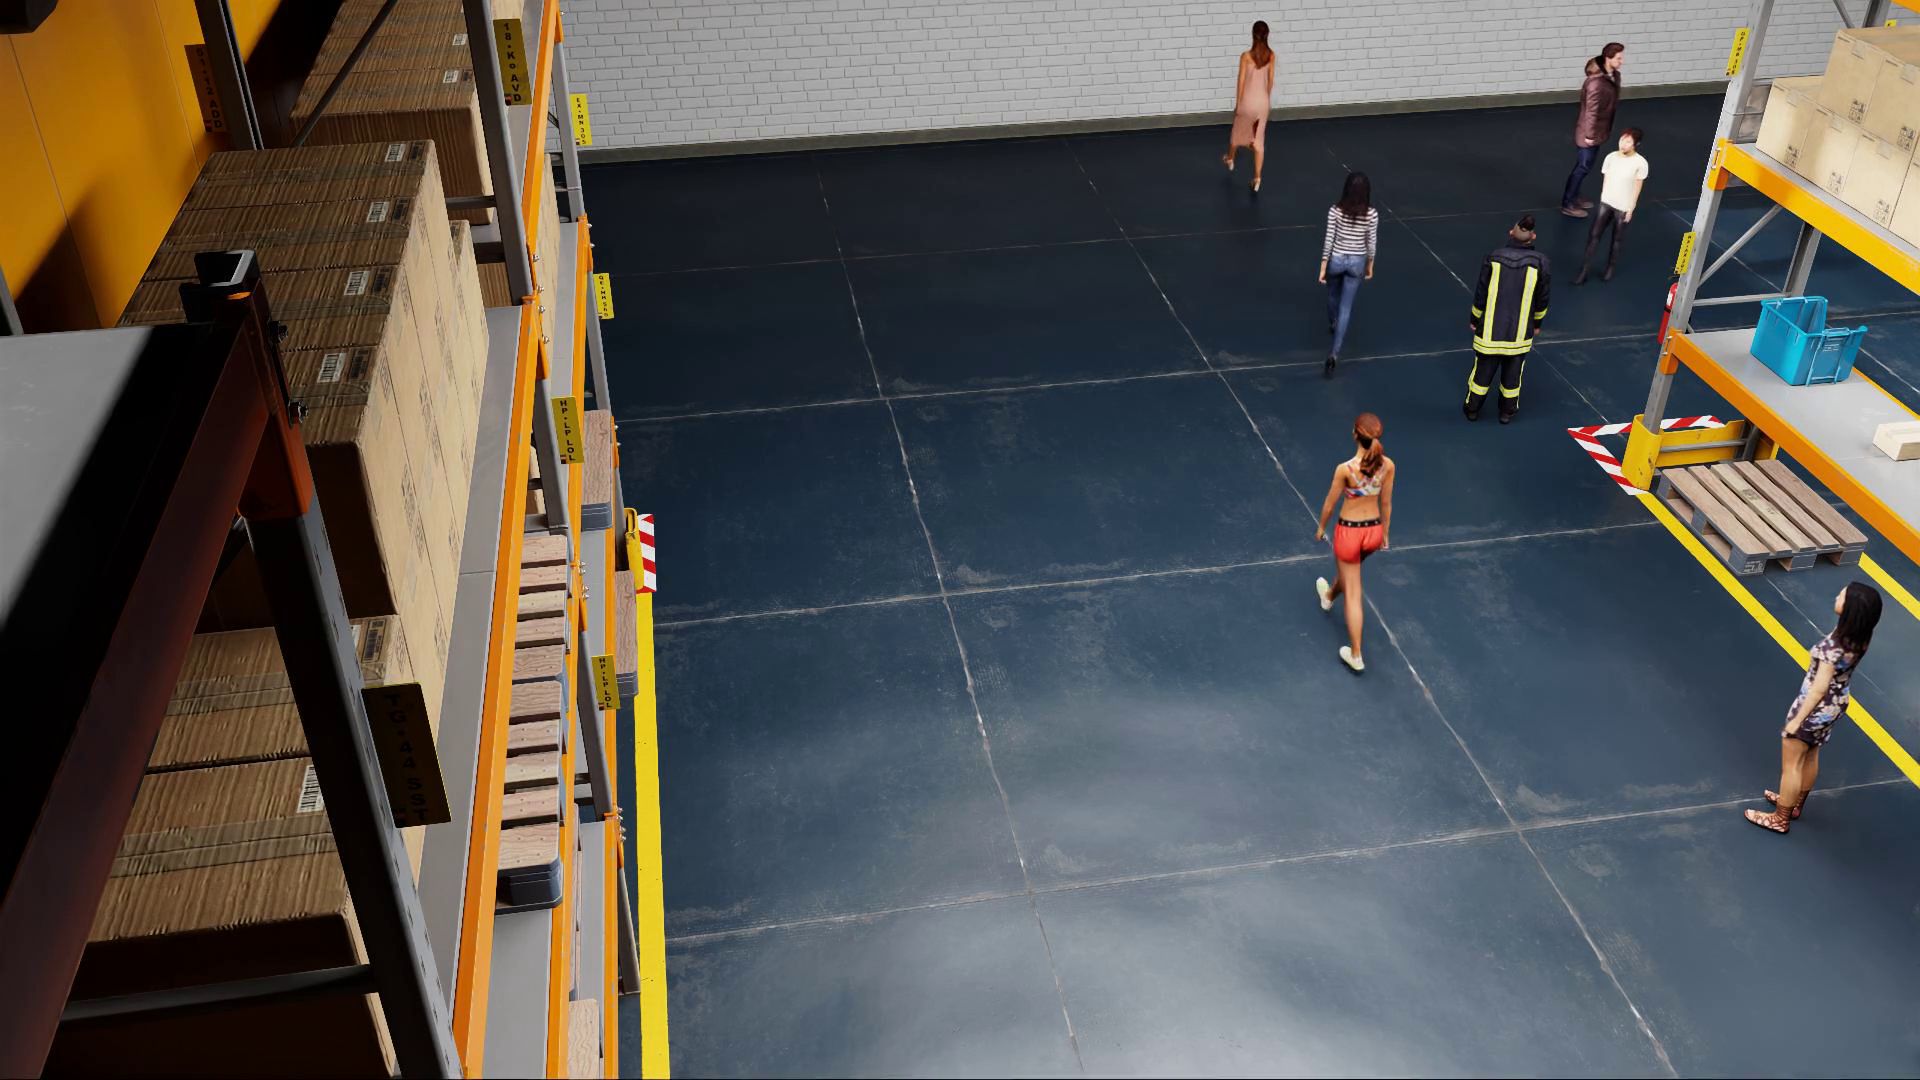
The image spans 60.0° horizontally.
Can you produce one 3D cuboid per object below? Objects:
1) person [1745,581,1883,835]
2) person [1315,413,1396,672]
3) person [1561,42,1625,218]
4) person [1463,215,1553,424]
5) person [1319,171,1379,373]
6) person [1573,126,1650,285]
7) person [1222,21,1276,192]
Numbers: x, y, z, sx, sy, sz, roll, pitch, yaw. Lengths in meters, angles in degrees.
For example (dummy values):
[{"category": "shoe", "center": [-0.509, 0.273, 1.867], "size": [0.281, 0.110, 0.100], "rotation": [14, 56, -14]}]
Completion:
[{"category": "person", "center": [4.963, 0.972, 9.626], "size": [0.680, 1.733, 0.685], "rotation": [-25, 41, -33]}, {"category": "person", "center": [2.653, 0.052, 11.004], "size": [0.600, 1.739, 1.155], "rotation": [-7, 34, -10]}, {"category": "person", "center": [6.657, -4.344, 17.529], "size": [0.898, 1.837, 0.844], "rotation": [22, 39, 29]}, {"category": "person", "center": [4.510, -1.835, 13.733], "size": [0.868, 1.861, 0.856], "rotation": [8, 35, 12]}, {"category": "person", "center": [3.367, -2.293, 14.538], "size": [0.921, 1.734, 1.240], "rotation": [7, 34, 11]}, {"category": "person", "center": [6.404, -3.249, 16.124], "size": [0.882, 1.569, 0.918], "rotation": [25, 41, 33]}, {"category": "person", "center": [3.223, -4.673, 18.071], "size": [0.604, 1.785, 1.056], "rotation": [-6, 34, -9]}]
